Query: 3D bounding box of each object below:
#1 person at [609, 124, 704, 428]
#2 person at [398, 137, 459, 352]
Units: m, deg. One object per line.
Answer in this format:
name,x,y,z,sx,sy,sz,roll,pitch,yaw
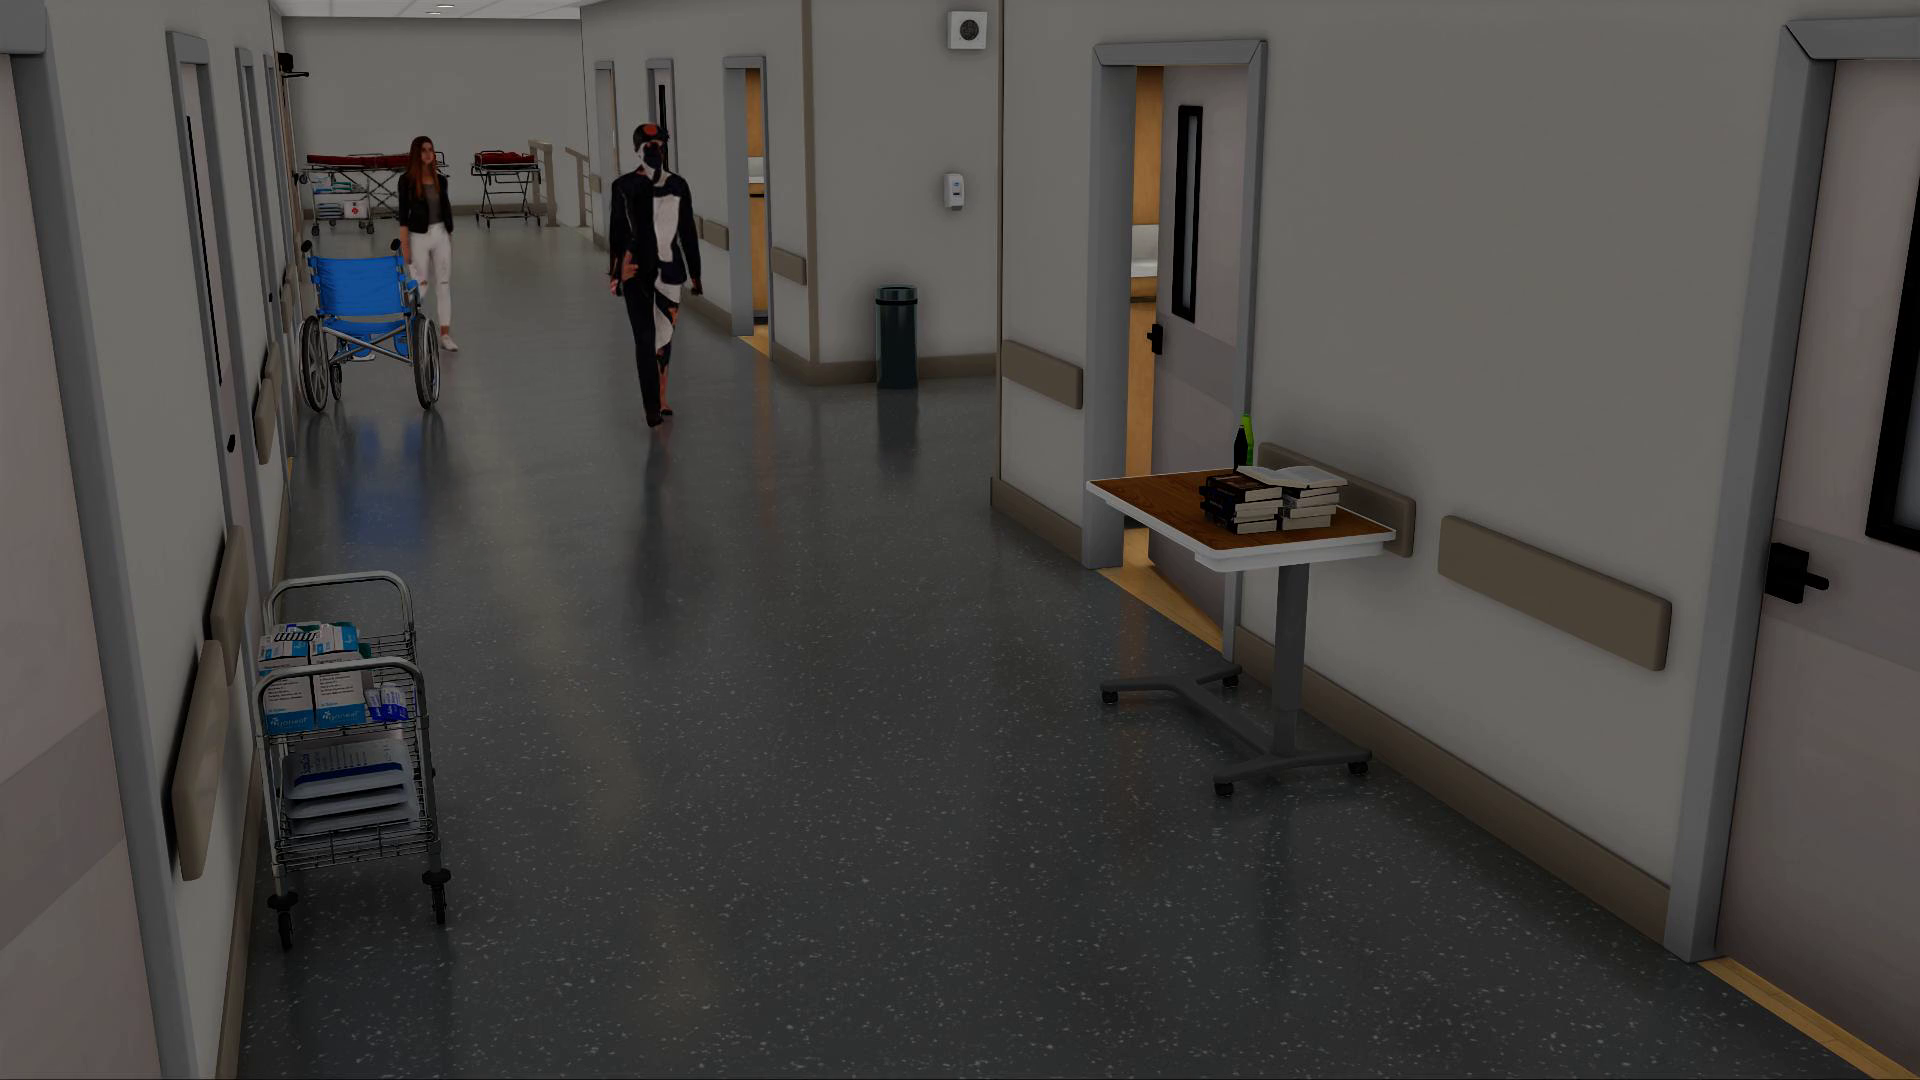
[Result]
person,-1.981,-1.674,10.601,0.747,1.858,1.025,-7,17,-24
person,-4.322,-2.379,13.418,0.762,1.687,1.015,-12,19,-35
